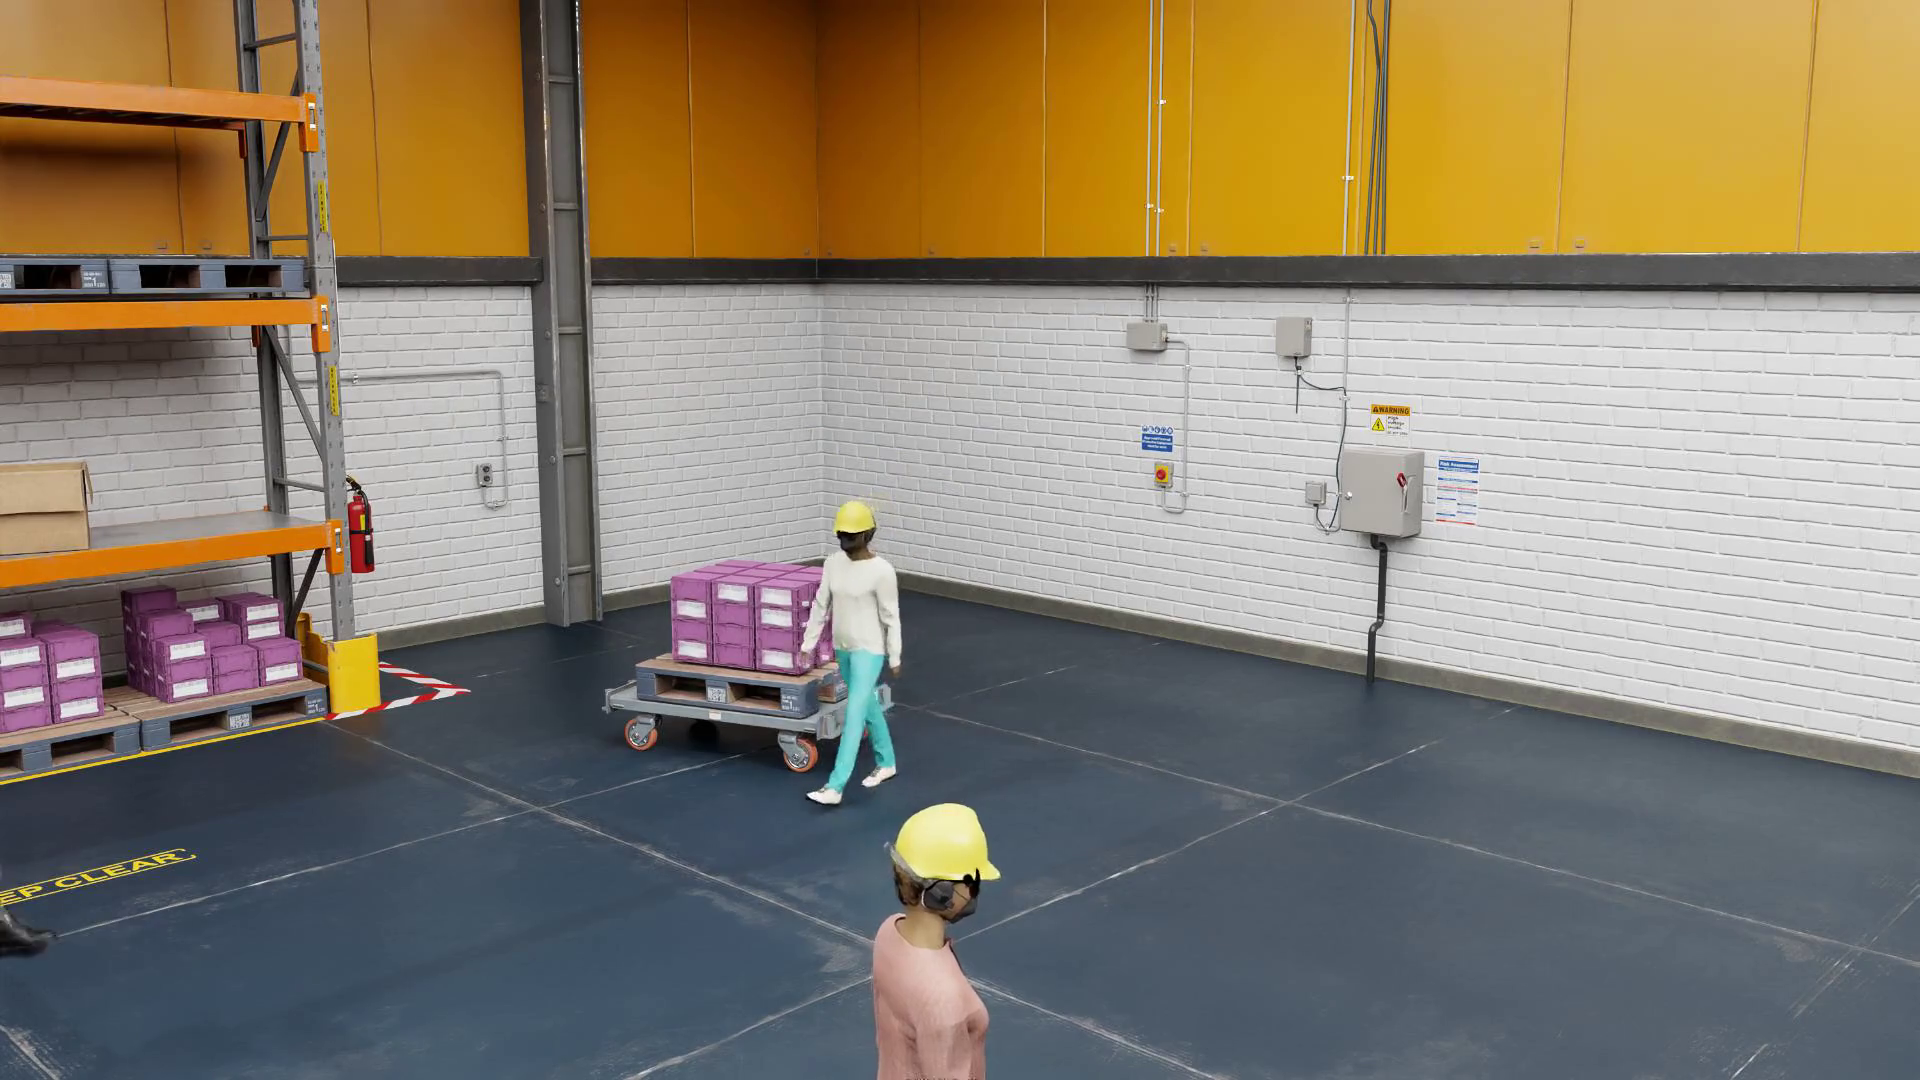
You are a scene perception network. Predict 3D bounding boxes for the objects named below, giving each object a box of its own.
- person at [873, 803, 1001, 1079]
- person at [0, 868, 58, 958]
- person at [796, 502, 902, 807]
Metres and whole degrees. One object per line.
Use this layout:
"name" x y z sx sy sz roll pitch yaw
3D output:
"person" -0.052 1.507 4.073 0.342 1.764 0.530 -3 10 -19
"person" -4.344 0.945 7.092 0.886 1.880 0.562 -2 10 -13
"person" -0.631 0.637 9.497 0.535 1.720 0.879 8 12 41
